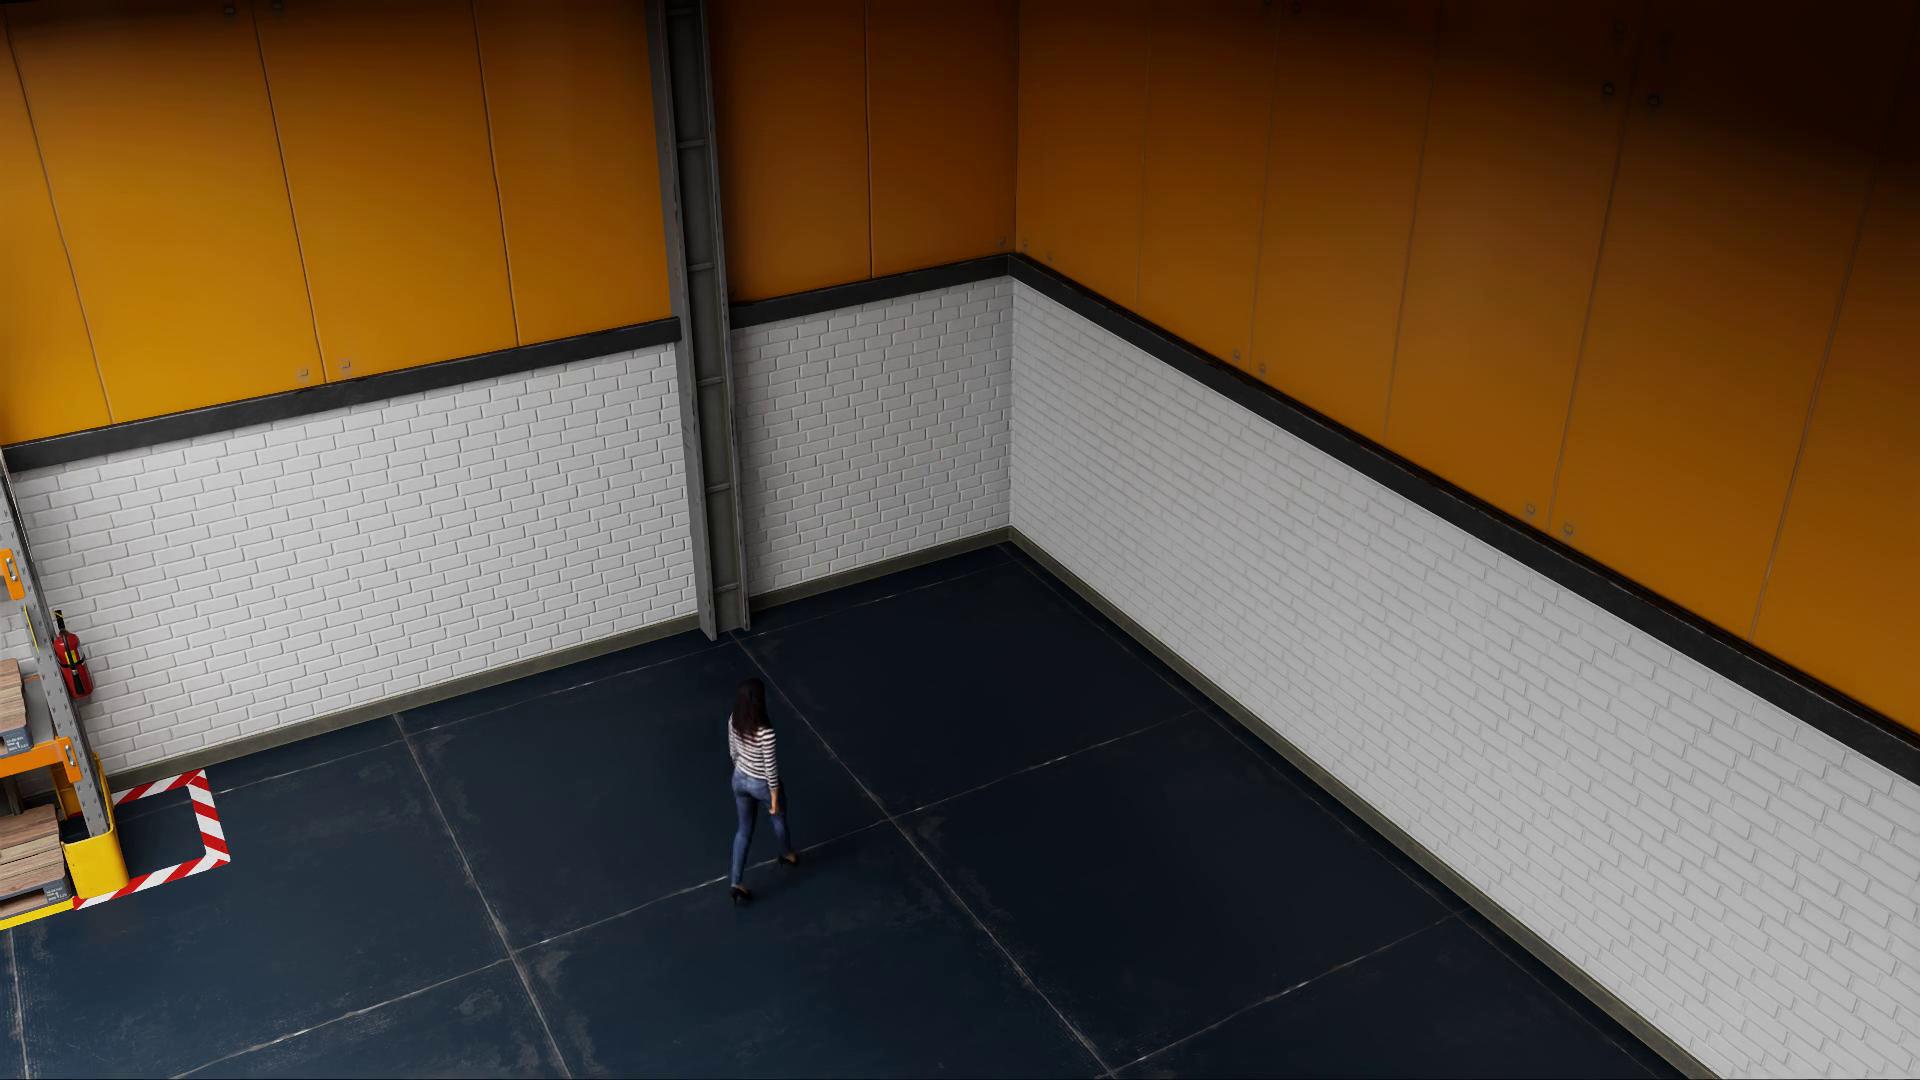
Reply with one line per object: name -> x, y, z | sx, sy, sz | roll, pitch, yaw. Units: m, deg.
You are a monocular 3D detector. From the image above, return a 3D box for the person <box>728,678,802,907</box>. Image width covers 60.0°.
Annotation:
person -> -1.496, 1.800, 11.735 | 0.886, 1.761, 1.062 | 17, 33, 28
